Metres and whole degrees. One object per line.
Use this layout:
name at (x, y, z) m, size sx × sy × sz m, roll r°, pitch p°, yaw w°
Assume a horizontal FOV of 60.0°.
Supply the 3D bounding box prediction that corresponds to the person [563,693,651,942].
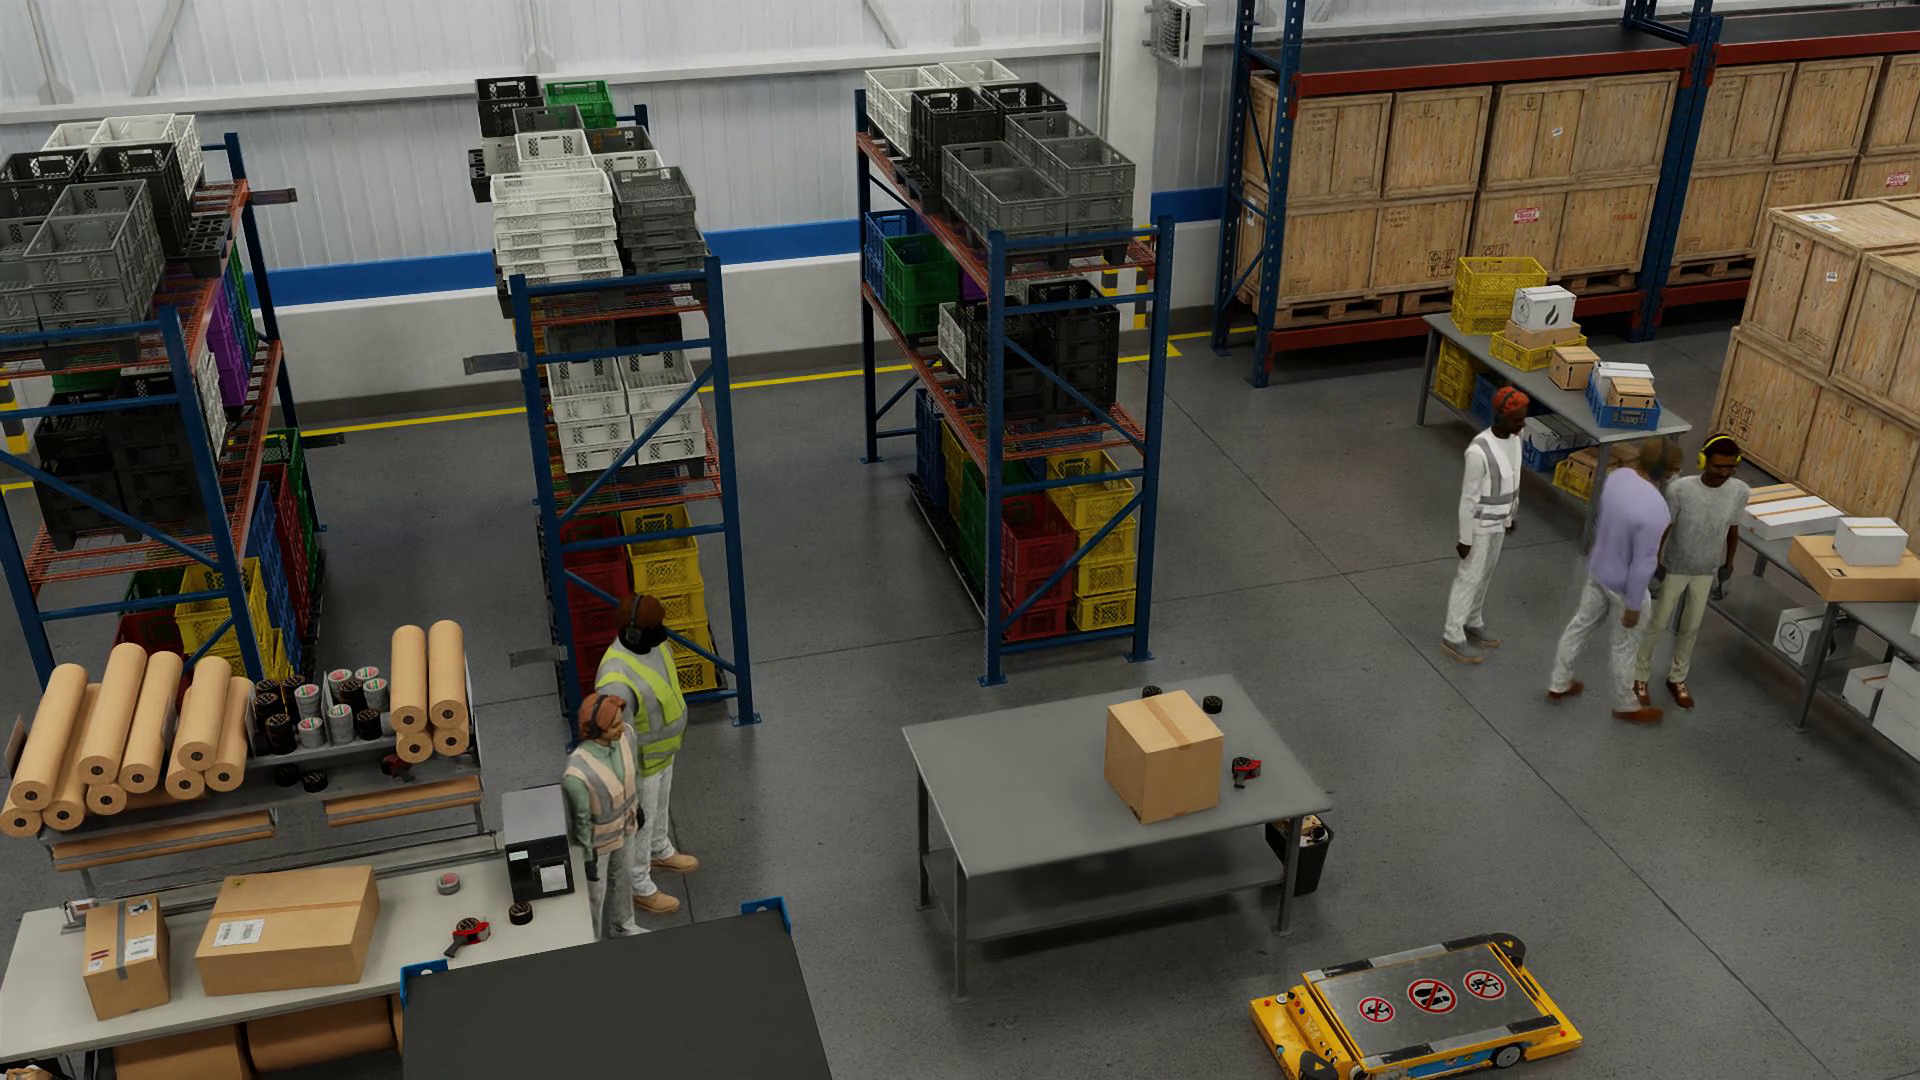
person at (-1.718, 1.435, 8.129) m, size 0.324 × 1.628 × 0.527 m, roll 12°, pitch 31°, yaw 21°

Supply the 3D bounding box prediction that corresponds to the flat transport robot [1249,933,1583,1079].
flat transport robot at (2.184, 2.282, 7.980) m, size 1.431 × 0.197 × 0.652 m, roll -8°, pitch 30°, yaw -14°

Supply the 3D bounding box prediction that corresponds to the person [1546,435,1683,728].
person at (4.011, 0.231, 10.027) m, size 0.527 × 1.936 × 0.664 m, roll -4°, pitch 29°, yaw -7°

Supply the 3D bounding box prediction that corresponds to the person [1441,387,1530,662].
person at (3.389, -0.110, 10.679) m, size 0.366 × 1.881 × 0.564 m, roll 26°, pitch 38°, yaw 38°

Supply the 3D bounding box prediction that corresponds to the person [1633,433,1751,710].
person at (4.457, 0.196, 10.143) m, size 0.512 × 1.865 × 0.331 m, roll 1°, pitch 29°, yaw 2°

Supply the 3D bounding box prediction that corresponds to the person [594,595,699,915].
person at (-1.605, 1.082, 8.560) m, size 0.430 × 1.837 × 0.629 m, roll 4°, pitch 29°, yaw 8°
